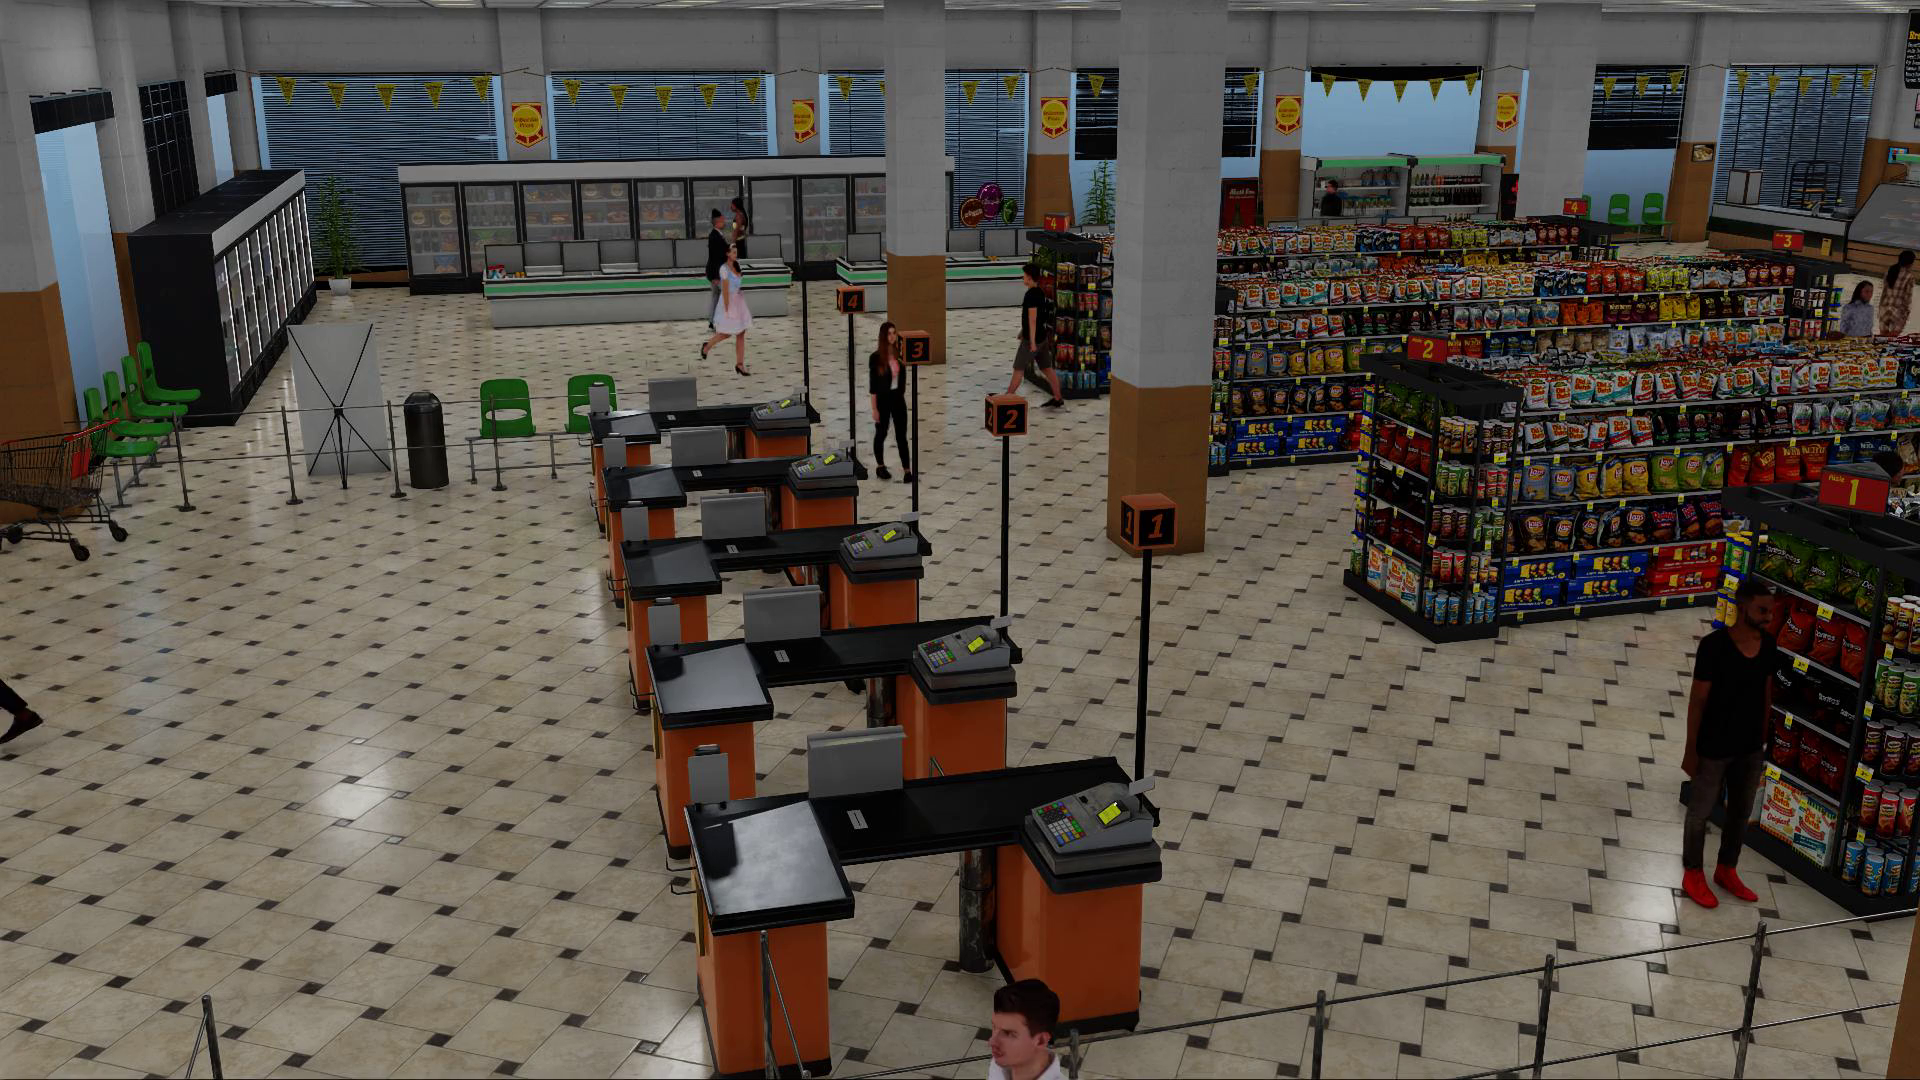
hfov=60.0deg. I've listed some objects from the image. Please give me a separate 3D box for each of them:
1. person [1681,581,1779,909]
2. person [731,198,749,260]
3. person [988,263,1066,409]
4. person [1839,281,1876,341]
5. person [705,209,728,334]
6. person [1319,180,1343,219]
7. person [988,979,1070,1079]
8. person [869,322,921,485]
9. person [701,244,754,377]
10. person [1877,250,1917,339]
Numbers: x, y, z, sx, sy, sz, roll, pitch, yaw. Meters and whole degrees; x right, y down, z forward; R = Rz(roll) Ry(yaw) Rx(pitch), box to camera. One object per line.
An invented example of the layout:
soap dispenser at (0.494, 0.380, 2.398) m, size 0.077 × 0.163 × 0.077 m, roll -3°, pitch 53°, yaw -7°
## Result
person at (4.097, 1.064, 8.950) m, size 0.530 × 1.805 × 0.733 m, roll -4°, pitch 17°, yaw -13°
person at (-3.827, -5.236, 29.853) m, size 1.068 × 1.715 × 0.593 m, roll -4°, pitch 17°, yaw -12°
person at (1.005, -2.474, 20.589) m, size 1.309 × 1.810 × 1.125 m, roll 6°, pitch 18°, yaw 18°
person at (10.754, -2.284, 20.133) m, size 0.705 × 1.712 × 0.728 m, roll -2°, pitch 17°, yaw -7°
person at (-3.905, -4.211, 26.094) m, size 0.674 × 1.936 × 0.710 m, roll -3°, pitch 17°, yaw -11°
person at (7.297, -6.086, 32.477) m, size 1.012 × 1.815 × 0.719 m, roll -5°, pitch 18°, yaw -17°
person at (0.311, 2.192, 5.199) m, size 1.163 × 1.825 × 0.875 m, roll -11°, pitch 20°, yaw -31°
person at (-0.792, -1.430, 17.379) m, size 1.023 × 1.679 × 0.847 m, roll -9°, pitch 19°, yaw -28°
person at (-3.212, -3.135, 22.794) m, size 1.131 × 1.795 × 1.049 m, roll 8°, pitch 19°, yaw 24°
person at (12.489, -2.991, 22.359) m, size 0.840 × 1.773 × 0.697 m, roll -9°, pitch 19°, yaw -28°
